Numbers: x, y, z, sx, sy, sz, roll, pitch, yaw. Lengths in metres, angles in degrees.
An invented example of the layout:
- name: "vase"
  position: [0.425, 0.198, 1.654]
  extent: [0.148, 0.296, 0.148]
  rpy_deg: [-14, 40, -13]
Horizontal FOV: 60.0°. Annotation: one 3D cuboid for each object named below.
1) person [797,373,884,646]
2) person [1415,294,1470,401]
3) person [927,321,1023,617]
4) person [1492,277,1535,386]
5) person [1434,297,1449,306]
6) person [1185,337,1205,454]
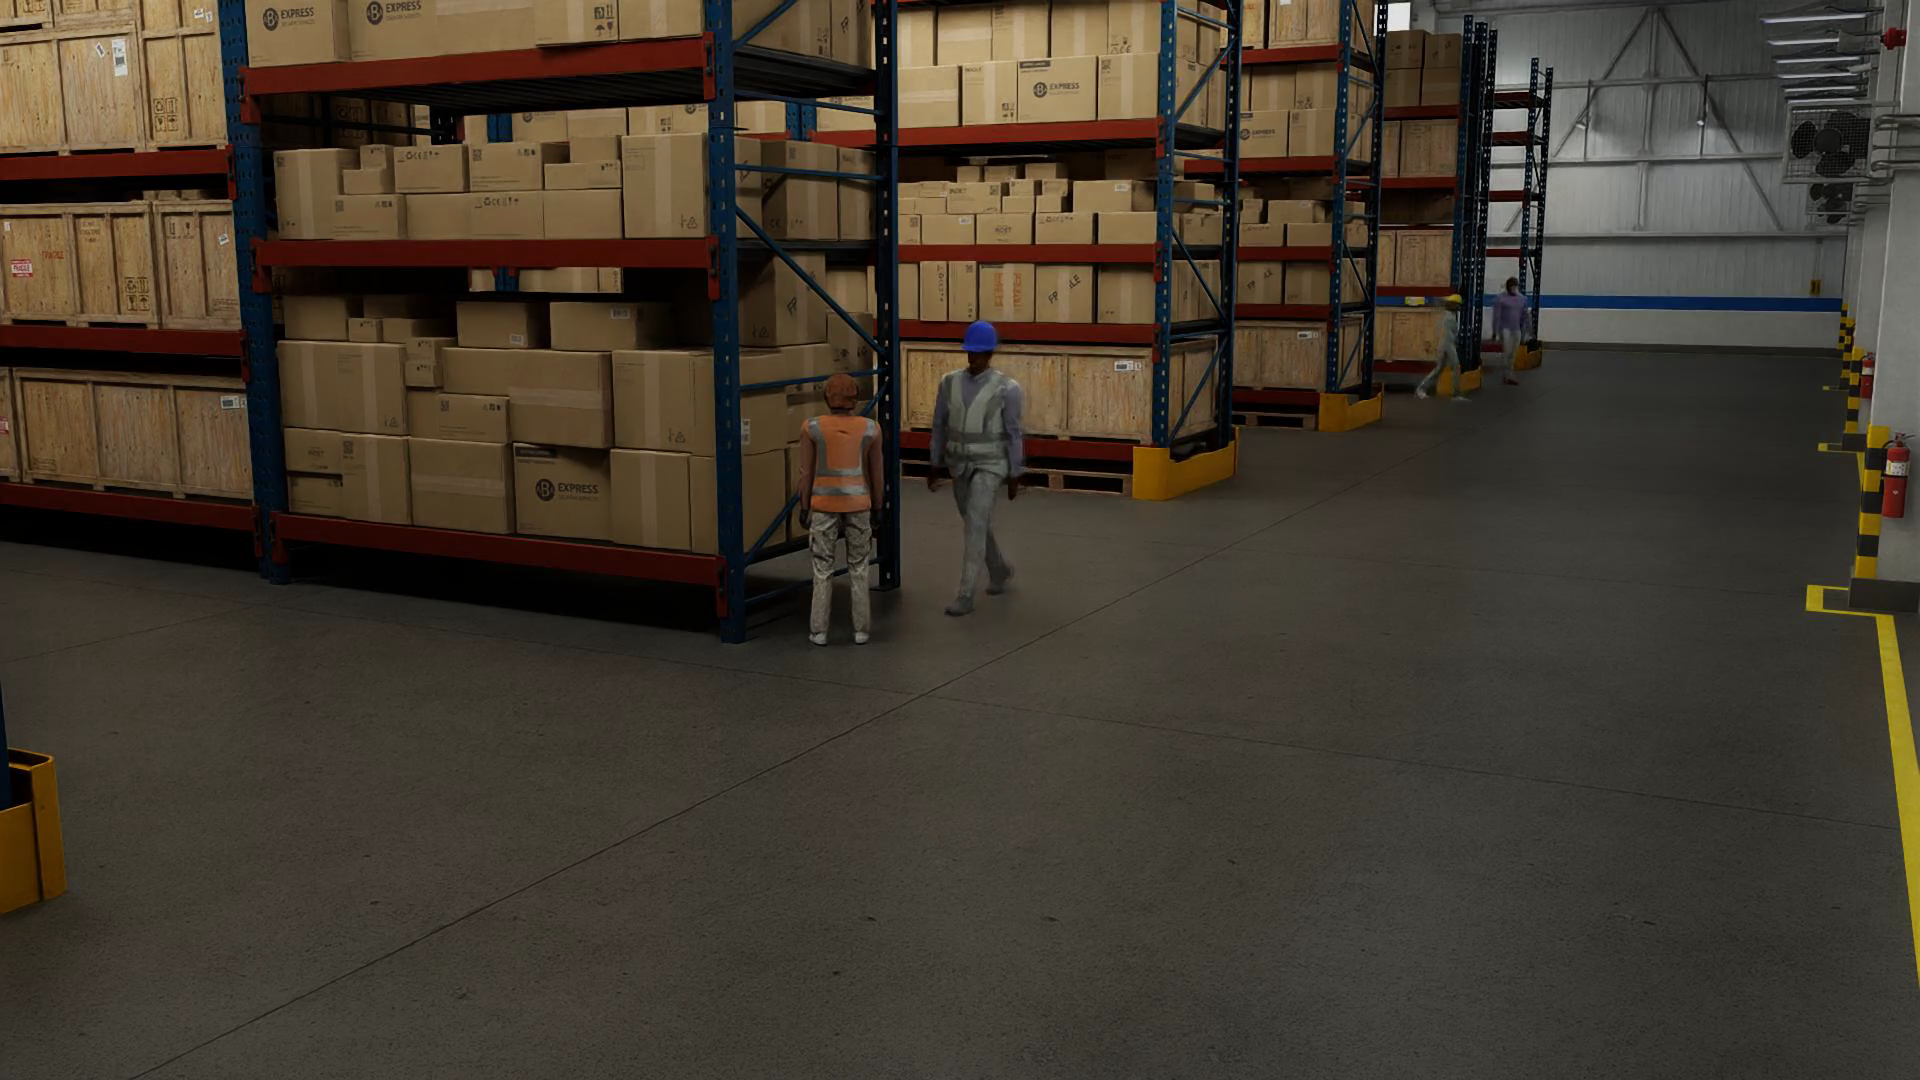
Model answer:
- name: "person"
  position: [-0.704, -0.176, 9.884]
  extent: [0.522, 1.631, 0.314]
  rpy_deg: [-2, 10, -13]
- name: "person"
  position: [7.665, -3.055, 26.378]
  extent: [0.808, 1.704, 0.495]
  rpy_deg: [2, 10, 12]
- name: "person"
  position: [0.148, -0.500, 11.000]
  extent: [0.617, 1.901, 0.972]
  rpy_deg: [6, 11, 31]
- name: "person"
  position: [9.746, -3.656, 29.269]
  extent: [0.751, 1.904, 0.630]
  rpy_deg: [-3, 10, -16]
- name: "person"
  position: [11.226, -5.155, 38.391]
  extent: [0.572, 1.739, 0.376]
  rpy_deg: [-5, 11, -26]
- name: "person"
  position: [2.469, -1.820, 19.015]
  extent: [0.596, 1.782, 0.922]
  rpy_deg: [-9, 13, -41]
